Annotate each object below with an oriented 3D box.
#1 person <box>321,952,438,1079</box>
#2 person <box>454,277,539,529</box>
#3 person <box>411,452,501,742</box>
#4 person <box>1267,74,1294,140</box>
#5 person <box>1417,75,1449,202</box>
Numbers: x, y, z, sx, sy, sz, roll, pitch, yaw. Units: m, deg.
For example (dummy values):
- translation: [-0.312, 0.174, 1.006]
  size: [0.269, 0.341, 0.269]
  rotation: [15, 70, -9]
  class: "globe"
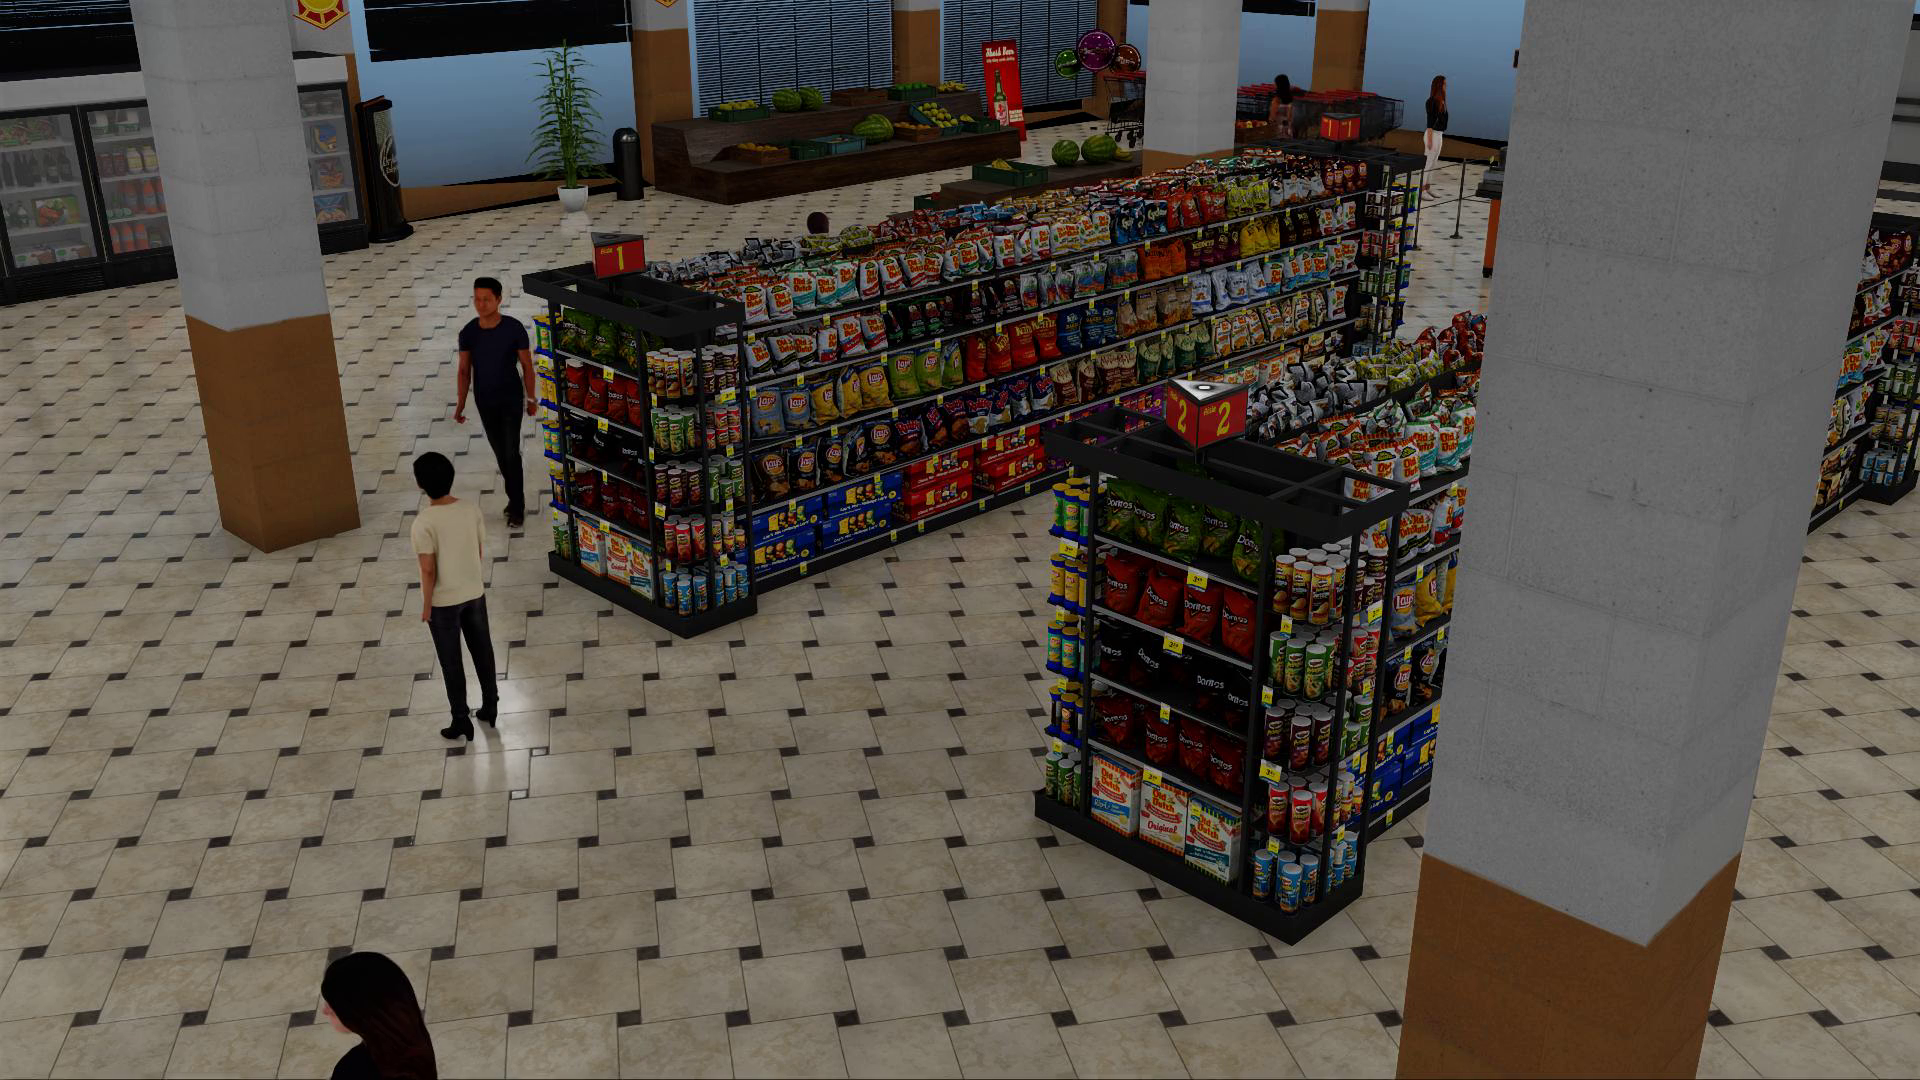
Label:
- translation: [-1.573, 1.855, 4.787]
  size: [0.687, 1.637, 0.679]
  rotation: [-10, 24, -24]
  class: "person"
- translation: [-3.207, -1.006, 11.723]
  size: [0.895, 1.774, 0.974]
  rotation: [4, 22, 9]
  class: "person"
- translation: [-2.648, 0.298, 8.727]
  size: [0.680, 1.590, 0.460]
  rotation: [16, 27, 34]
  class: "person"
- translation: [4.707, -5.859, 24.007]
  size: [0.739, 1.622, 0.885]
  rotation: [18, 28, 37]
  class: "person"
- translation: [6.676, -5.676, 23.440]
  size: [0.702, 1.704, 0.517]
  rotation: [14, 26, 32]
  class: "person"
